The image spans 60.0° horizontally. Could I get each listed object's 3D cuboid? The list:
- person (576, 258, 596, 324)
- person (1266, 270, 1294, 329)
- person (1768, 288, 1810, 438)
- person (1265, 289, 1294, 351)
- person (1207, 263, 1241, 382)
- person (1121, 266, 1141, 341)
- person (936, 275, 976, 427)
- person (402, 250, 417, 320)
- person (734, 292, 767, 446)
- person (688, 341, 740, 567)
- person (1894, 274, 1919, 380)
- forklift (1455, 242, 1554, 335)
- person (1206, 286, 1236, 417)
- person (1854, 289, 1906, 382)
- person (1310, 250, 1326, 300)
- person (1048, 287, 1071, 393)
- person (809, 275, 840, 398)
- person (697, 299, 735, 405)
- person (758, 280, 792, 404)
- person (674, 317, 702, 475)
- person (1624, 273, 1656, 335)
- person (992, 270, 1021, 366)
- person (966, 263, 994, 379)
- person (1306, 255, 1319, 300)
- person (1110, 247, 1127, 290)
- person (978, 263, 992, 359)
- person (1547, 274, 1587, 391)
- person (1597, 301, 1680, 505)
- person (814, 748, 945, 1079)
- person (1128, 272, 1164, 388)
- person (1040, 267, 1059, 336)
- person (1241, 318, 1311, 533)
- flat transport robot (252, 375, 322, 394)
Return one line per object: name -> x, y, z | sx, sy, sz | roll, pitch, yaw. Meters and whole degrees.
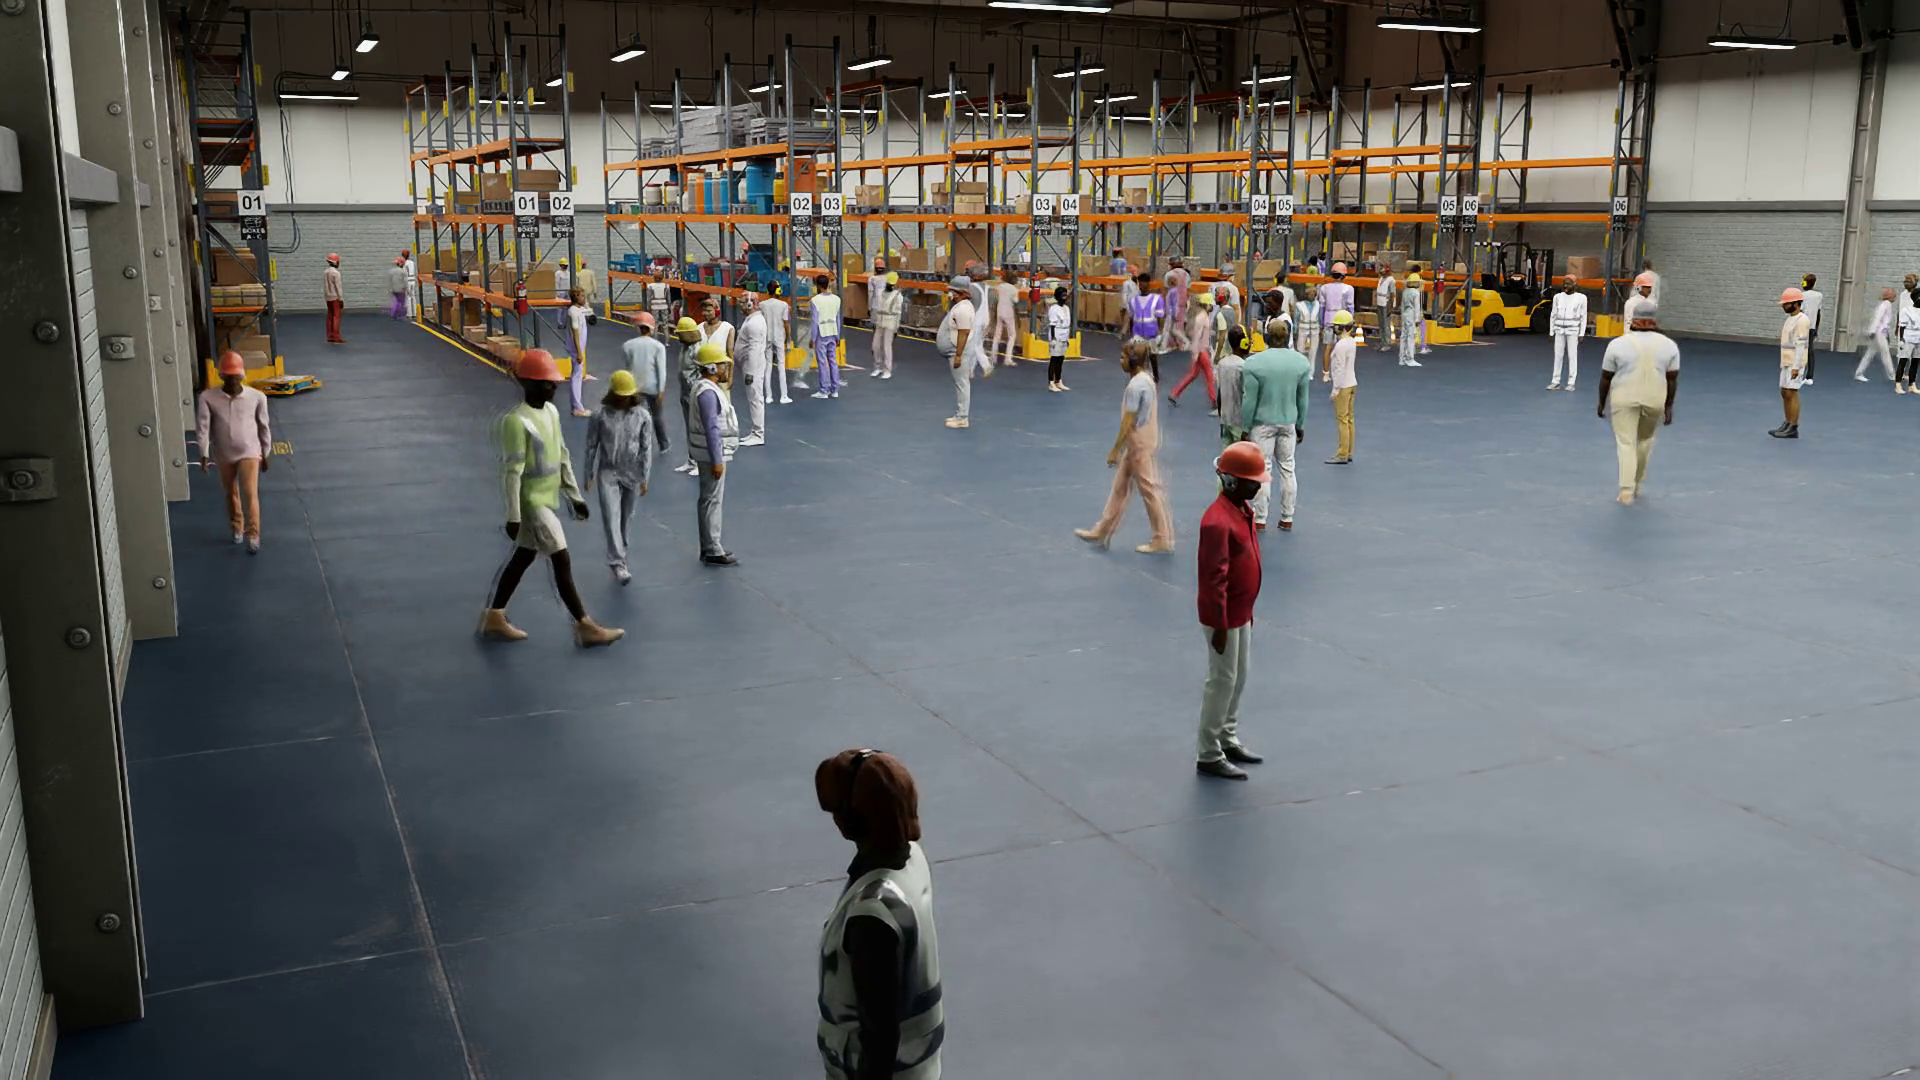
person -> -9.726, -6.465, 43.236 | 0.568, 1.711, 0.860 | -9, 14, -37
person -> 5.762, -3.910, 29.870 | 0.510, 1.860, 0.510 | -1, 11, -4
person -> 10.665, -2.271, 21.386 | 0.391, 1.922, 0.553 | 2, 11, 8
person -> 4.072, -2.242, 21.276 | 0.390, 1.911, 0.584 | -3, 11, -13
person -> 4.517, -3.682, 28.241 | 0.535, 2.000, 0.686 | -9, 14, -38
person -> 3.801, -5.213, 36.861 | 0.570, 1.717, 0.767 | -8, 14, -36
person -> -0.052, -2.544, 22.458 | 0.537, 2.000, 0.683 | 0, 11, 1
person -> -14.961, -6.910, 45.052 | 0.355, 1.882, 0.576 | 3, 11, 14
person -> -2.600, -2.128, 20.691 | 0.410, 1.909, 0.643 | -1, 11, -4
person -> -2.012, -0.706, 13.639 | 0.403, 1.837, 0.588 | -3, 12, -14
person -> 16.423, -3.686, 28.801 | 0.351, 1.837, 0.502 | -3, 12, -15
forklift -> 13.047, -6.049, 39.881 | 2.313, 2.155, 1.214 | -5, 12, -23
person -> 3.737, -2.670, 23.596 | 0.380, 1.845, 0.570 | 4, 12, 21
person -> 15.754, -3.480, 28.357 | 0.817, 1.583, 0.569 | 6, 13, 29
person -> 10.184, -7.265, 46.971 | 0.634, 1.842, 0.429 | -6, 13, -28
person -> 1.604, -3.236, 26.851 | 0.321, 1.695, 0.536 | 7, 13, 32
person -> -2.102, -3.174, 25.976 | 0.375, 1.915, 0.598 | 10, 15, 41
person -> -2.995, -2.040, 20.434 | 0.560, 1.837, 0.389 | 5, 12, 25
person -> -2.816, -2.997, 25.216 | 0.521, 1.865, 0.335 | 3, 11, 13
person -> -2.971, -1.586, 18.360 | 0.314, 1.740, 0.486 | -7, 13, -33
person -> 9.976, -2.905, 24.409 | 0.622, 1.994, 0.381 | -7, 13, -30
person -> 0.839, -4.159, 31.282 | 0.610, 1.804, 0.426 | 9, 15, 40
person -> 0.294, -3.781, 28.747 | 0.832, 2.000, 0.683 | 8, 14, 35
person -> 9.830, -7.085, 46.412 | 0.317, 1.695, 0.540 | -3, 11, -14
person -> 4.183, -6.654, 43.510 | 0.420, 1.997, 0.789 | -9, 14, -39
person -> 0.437, -4.474, 32.615 | 0.409, 1.908, 0.638 | 3, 11, 13
person -> 9.858, -3.362, 27.017 | 0.585, 1.882, 0.340 | 10, 15, 42
person -> 6.755, -1.412, 16.705 | 0.696, 2.000, 0.958 | 1, 11, 7
person -> -0.189, 1.290, 4.003 | 0.309, 1.636, 0.523 | 1, 11, 5
person -> 3.020, -3.354, 26.860 | 0.609, 1.939, 0.911 | 4, 12, 20
person -> 2.070, -5.544, 38.776 | 0.521, 1.620, 0.681 | -7, 13, -32
person -> 2.828, -1.025, 15.003 | 0.630, 1.940, 0.372 | -2, 11, -11
flat transport robot -> -10.882, -2.507, 26.781 | 0.652, 0.197, 1.431 | 0, 11, 1
